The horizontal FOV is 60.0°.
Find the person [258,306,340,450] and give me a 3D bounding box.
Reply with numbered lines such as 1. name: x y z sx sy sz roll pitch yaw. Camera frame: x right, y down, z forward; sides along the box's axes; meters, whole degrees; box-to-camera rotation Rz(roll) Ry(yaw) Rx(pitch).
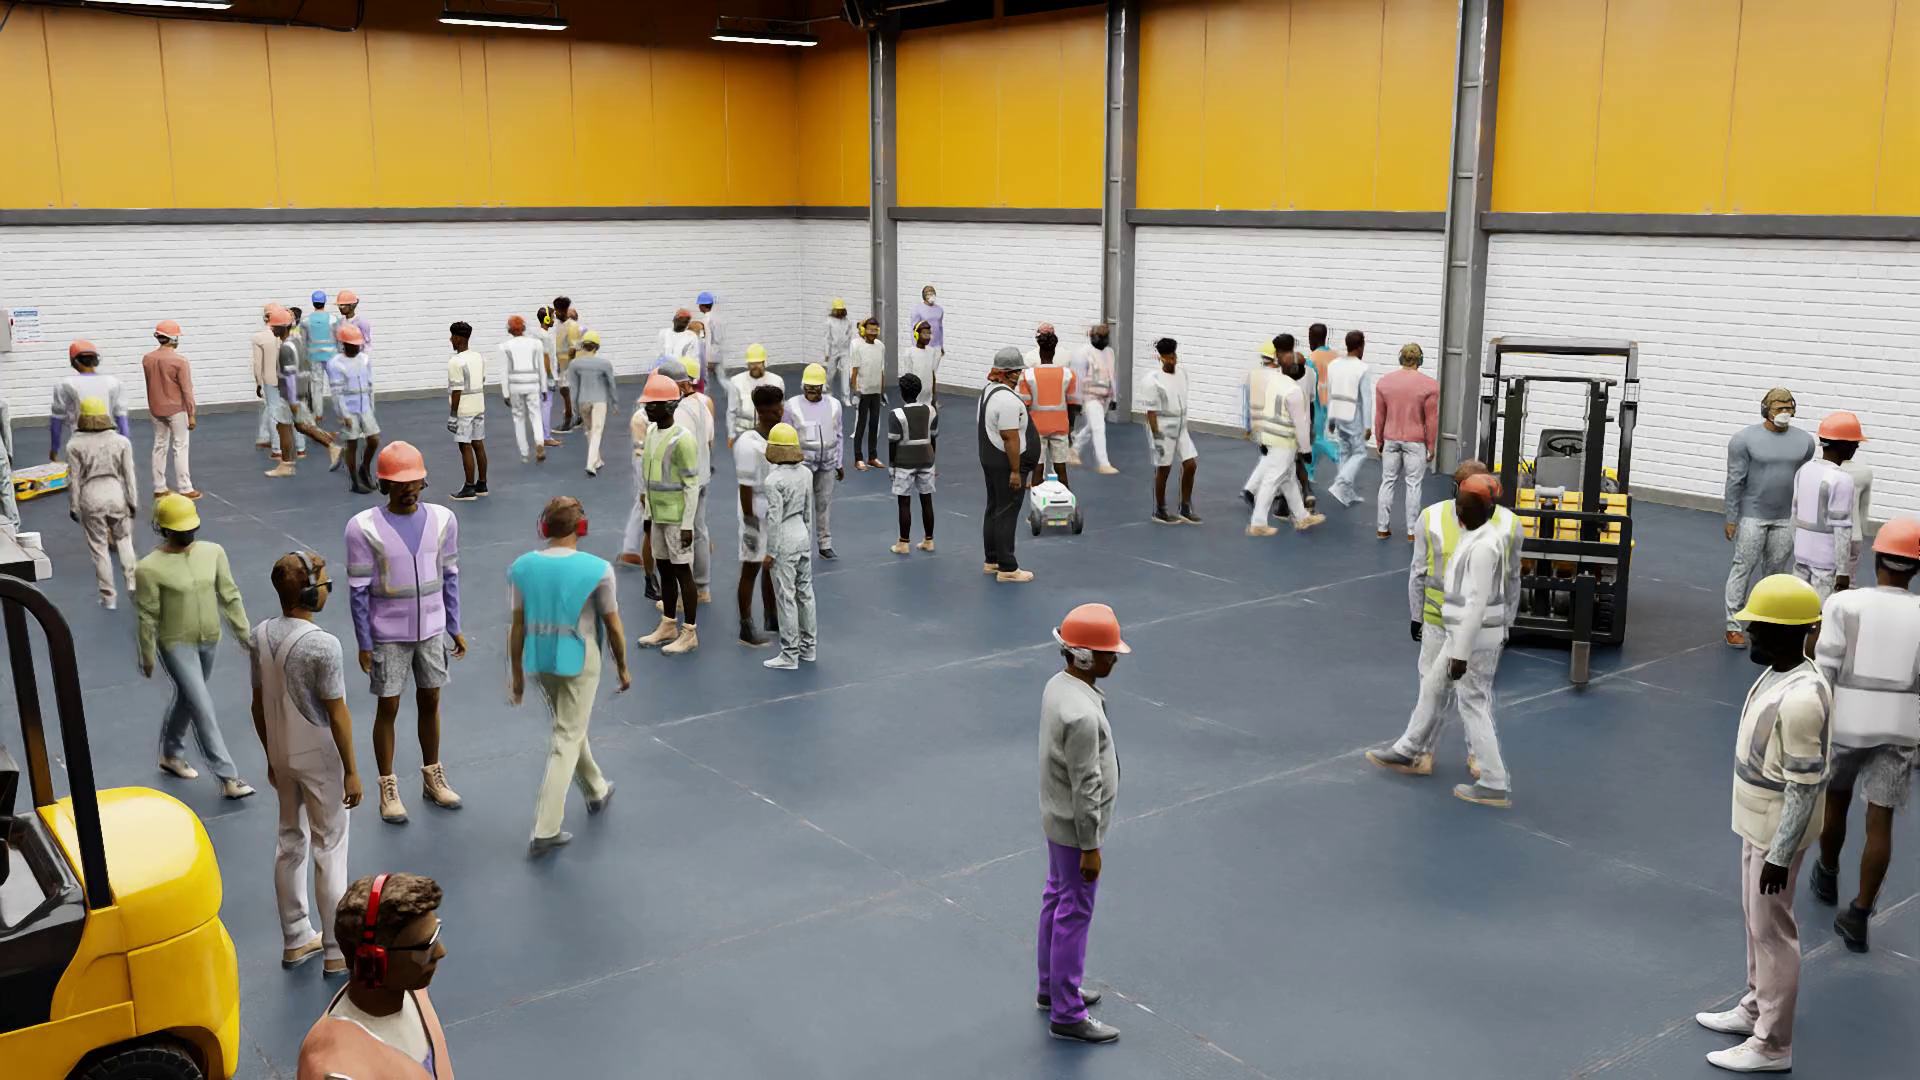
1. person: -8.782 -2.126 21.870 1.051 1.874 0.644 -7 14 -30

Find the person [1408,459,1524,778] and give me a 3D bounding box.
1. person: 2.888 0.451 9.542 0.623 1.844 0.429 2 12 11

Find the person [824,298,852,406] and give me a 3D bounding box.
1. person: -1.964 -3.022 26.642 0.496 1.704 0.864 -5 13 -21

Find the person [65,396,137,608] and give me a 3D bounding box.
1. person: -6.945 -0.302 13.456 0.490 1.734 0.353 -10 16 -41

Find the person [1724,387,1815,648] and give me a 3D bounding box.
1. person: 5.938 -0.158 12.246 0.636 1.939 0.365 0 12 -2

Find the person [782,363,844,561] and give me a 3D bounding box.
1. person: -1.320 -0.695 15.107 0.591 1.829 0.404 -6 13 -26

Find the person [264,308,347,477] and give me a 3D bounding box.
1. person: -7.834 -1.744 19.736 0.859 2.017 0.618 -1 12 -7

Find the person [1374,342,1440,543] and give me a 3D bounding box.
1. person: 4.294 -0.939 16.054 0.625 1.931 0.377 8 14 34

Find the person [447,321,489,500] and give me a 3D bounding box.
1. person: -5.426 -1.421 18.277 0.367 1.966 0.606 3 12 15

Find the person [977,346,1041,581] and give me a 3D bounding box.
1. person: 0.439 -0.671 14.478 0.537 2.000 0.689 -4 12 -17

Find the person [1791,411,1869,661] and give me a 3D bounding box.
1. person: 5.677 0.119 10.911 0.358 1.936 0.552 -1 12 -3

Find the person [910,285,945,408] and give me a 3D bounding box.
1. person: -0.497 -3.023 26.081 0.636 1.938 0.354 -10 15 -40

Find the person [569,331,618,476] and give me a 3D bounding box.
1. person: -4.408 -1.650 19.976 0.540 1.722 0.907 1 12 3

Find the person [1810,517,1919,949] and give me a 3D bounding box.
1. person: 4.148 0.833 7.573 0.575 1.888 0.897 5 13 22

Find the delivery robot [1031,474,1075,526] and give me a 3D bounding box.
1. delivery robot: 0.925 -0.411 16.600 0.477 0.478 0.707 -1 12 -7

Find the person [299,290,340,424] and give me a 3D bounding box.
1. person: -9.331 -2.676 24.384 0.602 1.948 0.387 -4 12 -17

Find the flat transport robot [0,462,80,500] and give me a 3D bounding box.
1. flat transport robot: -10.400 -0.679 18.813 0.652 0.197 1.431 3 12 13

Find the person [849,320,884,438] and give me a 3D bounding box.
1. person: -1.285 -2.204 22.861 0.517 1.636 0.313 5 13 23

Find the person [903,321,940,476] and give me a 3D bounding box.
1. person: -0.459 -1.657 19.682 0.327 1.862 0.513 11 16 43

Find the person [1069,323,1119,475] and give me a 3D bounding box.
1. person: 1.597 -1.732 20.180 0.899 1.812 0.635 11 16 43

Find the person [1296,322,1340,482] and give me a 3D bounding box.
1. person: 4.208 -1.556 19.144 0.840 1.889 0.595 10 15 41

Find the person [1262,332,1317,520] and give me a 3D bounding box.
1. person: 3.382 -1.135 16.955 0.642 1.943 0.562 -3 12 -15

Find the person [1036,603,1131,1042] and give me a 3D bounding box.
1. person: 0.490 1.103 6.610 0.345 1.747 0.573 -1 12 -7

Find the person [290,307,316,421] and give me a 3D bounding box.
1. person: -9.790 -2.596 24.606 0.541 1.696 0.315 0 12 1

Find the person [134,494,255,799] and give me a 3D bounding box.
1. person: -4.280 0.574 9.271 0.931 1.707 0.541 7 13 29

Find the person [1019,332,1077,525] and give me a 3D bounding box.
1. person: 0.878 -1.119 16.818 0.607 1.966 0.373 -2 12 -7

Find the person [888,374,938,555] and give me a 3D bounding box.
1. person: -0.439 -0.700 15.469 0.533 1.694 0.319 -7 14 -30

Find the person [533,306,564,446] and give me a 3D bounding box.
1. person: -5.520 -2.180 22.215 0.322 1.860 0.516 -5 13 -24

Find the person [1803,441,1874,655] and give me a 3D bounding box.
1. person: 6.230 0.006 11.880 0.532 1.765 0.332 -3 12 -16

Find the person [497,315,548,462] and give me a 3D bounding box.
1. person: -5.415 -1.863 20.676 0.604 1.866 0.648 -5 13 -22

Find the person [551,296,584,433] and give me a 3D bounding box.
1. person: -5.546 -2.486 23.493 0.604 1.943 0.632 -8 14 -34

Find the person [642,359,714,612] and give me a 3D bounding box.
1. person: -2.295 -0.449 13.406 0.536 2.000 0.688 4 12 19

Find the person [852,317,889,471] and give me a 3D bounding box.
1. person: -1.095 -1.782 20.269 0.526 1.865 0.315 -10 16 -41

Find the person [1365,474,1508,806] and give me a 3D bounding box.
1. person: 2.698 0.530 9.194 0.753 1.828 0.623 3 12 13

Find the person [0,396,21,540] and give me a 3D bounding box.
1. person: -9.335 -0.818 15.917 0.488 1.741 0.316 -11 16 -43

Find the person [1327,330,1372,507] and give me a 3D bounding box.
1. person: 4.180 -1.307 17.893 0.573 1.911 0.626 -8 14 -33

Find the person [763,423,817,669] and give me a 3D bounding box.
1. person: -1.229 0.040 11.765 0.312 1.743 0.493 7 13 29

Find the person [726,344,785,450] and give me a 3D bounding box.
1. person: -2.101 -1.098 17.095 0.598 1.811 0.622 0 12 -1

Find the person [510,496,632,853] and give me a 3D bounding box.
1. person: -2.030 0.665 8.660 0.559 1.788 0.939 4 12 20

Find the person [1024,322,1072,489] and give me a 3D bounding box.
1. person: 0.954 -1.516 18.883 0.651 1.906 0.403 -8 14 -32

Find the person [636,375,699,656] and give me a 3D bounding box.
1. person: -2.131 -0.179 12.093 0.387 2.045 0.605 -9 15 -38

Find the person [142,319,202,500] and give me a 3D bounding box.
1. person: -8.629 -1.417 18.234 0.609 1.986 0.413 3 12 16

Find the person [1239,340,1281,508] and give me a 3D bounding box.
1. person: 3.273 -1.240 17.822 0.826 1.804 0.590 -9 15 -36

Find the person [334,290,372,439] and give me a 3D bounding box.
1. person: -8.326 -2.398 22.811 0.611 2.042 0.395 9 14 36

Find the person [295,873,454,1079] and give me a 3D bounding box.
1. person: -1.327 1.640 3.827 0.389 1.837 0.560 0 12 -1

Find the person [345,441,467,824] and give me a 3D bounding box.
1. person: -2.938 0.480 8.908 0.609 2.044 0.394 -10 15 -40

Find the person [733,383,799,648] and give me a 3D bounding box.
1. person: -1.456 -0.195 12.383 0.371 1.963 0.611 5 13 23

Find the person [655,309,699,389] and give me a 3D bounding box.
1. person: -3.831 -2.171 22.251 0.654 1.826 0.680 3 12 16

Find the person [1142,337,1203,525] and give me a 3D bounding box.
1. person: 2.161 -1.072 16.685 0.652 1.926 0.689 -8 14 -35

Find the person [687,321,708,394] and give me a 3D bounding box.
1. person: -3.630 -2.206 22.905 0.279 1.624 0.494 4 12 17

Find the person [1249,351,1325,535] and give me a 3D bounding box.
1. person: 3.256 -0.942 16.340 0.905 1.809 0.660 -2 12 -11

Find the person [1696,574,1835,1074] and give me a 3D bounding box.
1. person: 3.069 1.074 6.323 0.371 1.925 0.595 4 12 18

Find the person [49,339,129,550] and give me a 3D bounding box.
1. person: -8.230 -0.902 15.794 0.630 1.979 1.099 -11 16 -42

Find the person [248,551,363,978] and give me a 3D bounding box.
1. person: -2.769 0.954 7.104 0.520 1.844 0.331 6 13 26

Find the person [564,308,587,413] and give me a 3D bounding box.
1. person: -5.913 -2.737 25.467 0.504 1.630 0.323 4 12 17

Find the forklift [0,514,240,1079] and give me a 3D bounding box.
1. forklift: -3.687 1.115 5.480 2.313 2.155 1.214 -9 15 -36

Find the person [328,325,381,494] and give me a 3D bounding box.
1. person: -6.728 -1.447 18.543 0.466 1.910 0.573 8 14 35

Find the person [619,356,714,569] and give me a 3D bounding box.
1. person: -2.657 -0.695 14.939 0.992 1.883 0.635 -11 16 -42

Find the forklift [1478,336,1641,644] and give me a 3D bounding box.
1. forklift: 4.683 -0.471 13.136 1.214 2.155 2.313 4 12 20

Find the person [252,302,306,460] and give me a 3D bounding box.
1. person: -8.603 -2.002 21.034 0.612 1.986 0.401 -7 14 -31
